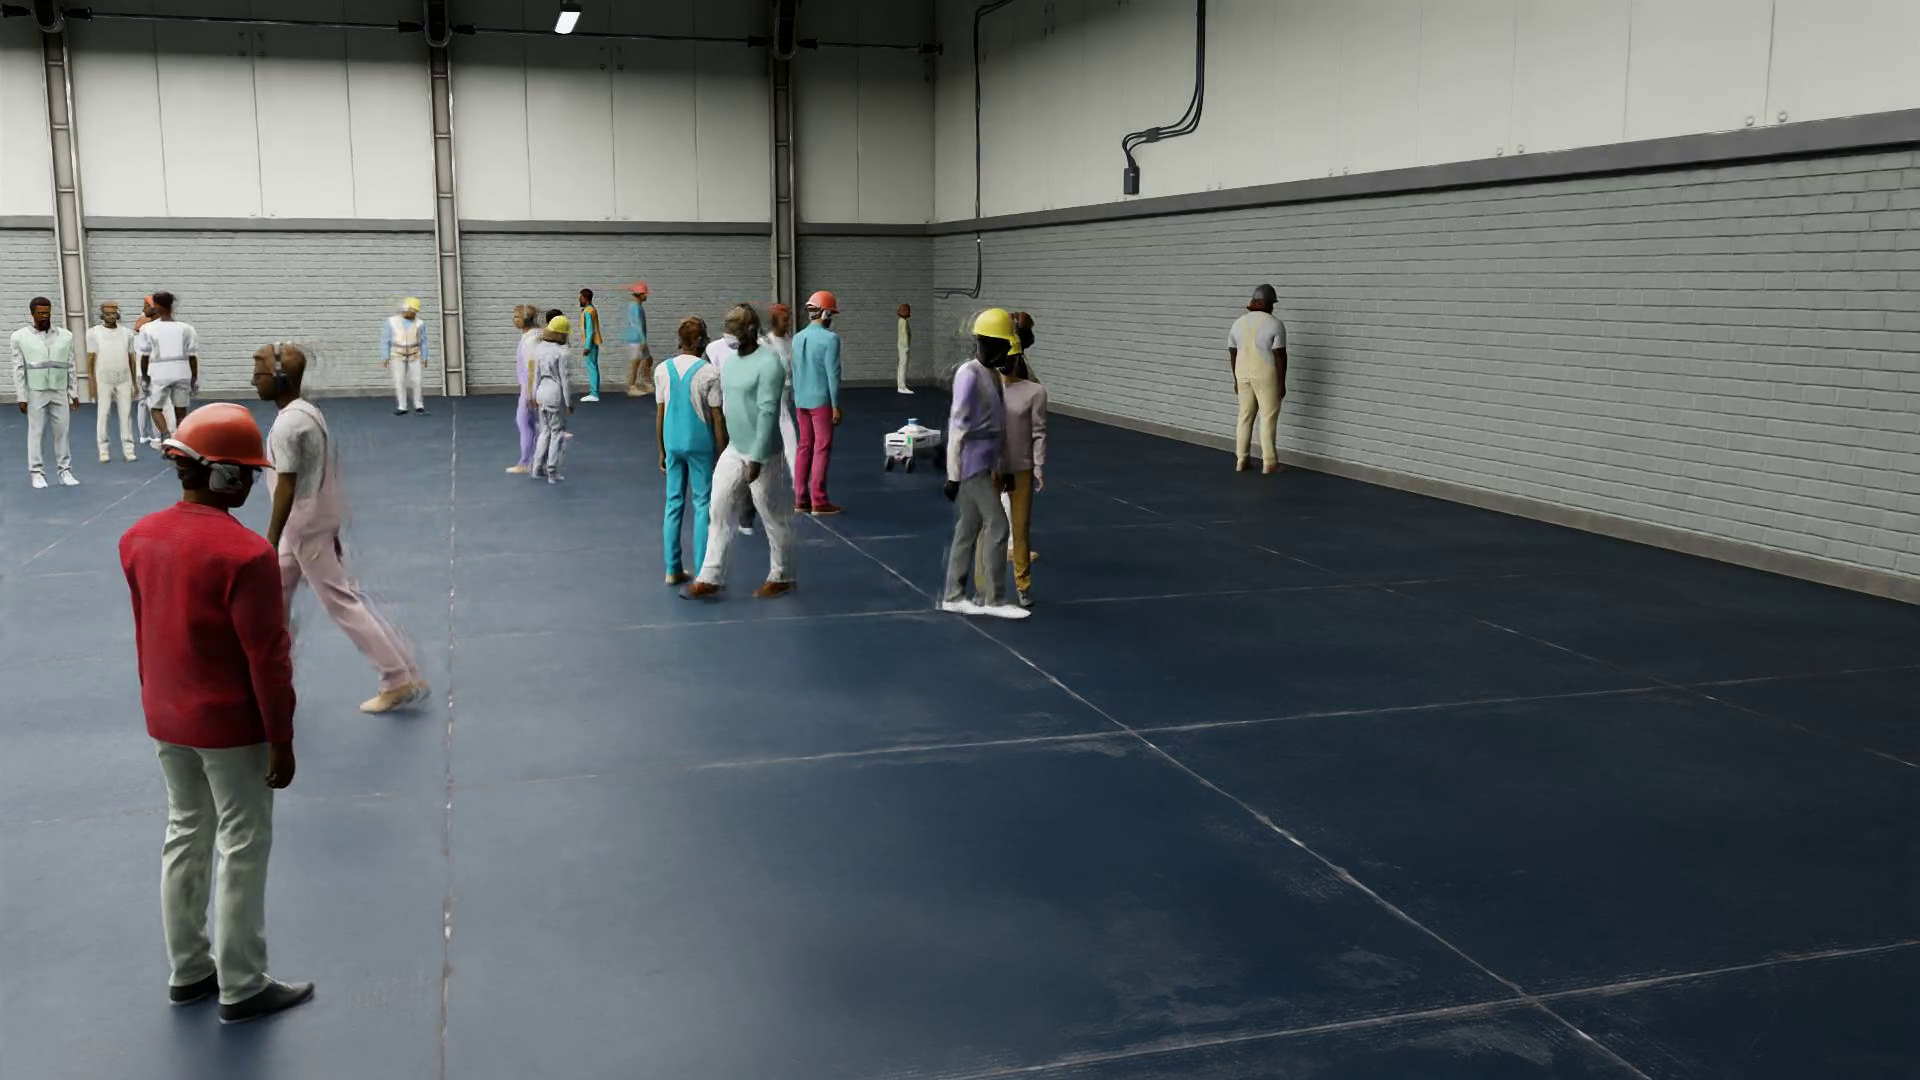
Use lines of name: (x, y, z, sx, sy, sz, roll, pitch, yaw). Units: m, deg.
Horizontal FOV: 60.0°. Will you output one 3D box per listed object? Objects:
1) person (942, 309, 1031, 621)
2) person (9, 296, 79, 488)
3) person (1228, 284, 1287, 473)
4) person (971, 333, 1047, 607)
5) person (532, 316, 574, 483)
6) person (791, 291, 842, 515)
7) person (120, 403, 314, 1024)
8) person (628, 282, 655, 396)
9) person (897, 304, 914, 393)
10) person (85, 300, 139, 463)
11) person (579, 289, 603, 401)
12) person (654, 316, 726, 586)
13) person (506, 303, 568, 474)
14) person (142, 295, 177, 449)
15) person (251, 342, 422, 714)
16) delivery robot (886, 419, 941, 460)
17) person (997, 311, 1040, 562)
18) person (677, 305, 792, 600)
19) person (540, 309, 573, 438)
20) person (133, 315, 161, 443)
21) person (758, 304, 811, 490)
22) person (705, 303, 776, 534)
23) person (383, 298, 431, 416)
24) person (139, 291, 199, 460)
person: (0.204, -0.448, 10.116, 0.748, 1.891, 0.621, 3, 9, 16)
person: (-9.149, -1.474, 16.646, 0.391, 1.911, 0.584, 7, 11, 39)
person: (3.267, -1.747, 17.952, 0.688, 2.000, 0.536, 9, 12, 44)
person: (0.289, -0.448, 10.544, 0.522, 1.769, 0.311, 0, 9, 3)
person: (-4.172, -1.443, 17.074, 0.611, 1.708, 0.397, 6, 11, 36)
person: (-1.245, -1.212, 14.770, 0.434, 1.977, 0.601, -8, 12, -42)
person: (-2.065, 0.485, 4.679, 0.574, 1.738, 0.352, 5, 10, 27)
person: (-5.562, -3.559, 29.571, 0.771, 2.017, 0.625, -1, 9, -7)
person: (-1.007, -3.493, 30.388, 0.285, 1.633, 0.497, -2, 9, -13)
person: (-9.640, -1.802, 18.930, 0.515, 1.842, 0.328, -7, 11, -39)
person: (-6.326, -3.335, 28.471, 0.390, 1.920, 0.587, -1, 9, -5)
person: (-1.807, -0.588, 11.225, 0.517, 1.836, 0.349, 3, 9, 16)
person: (-4.560, -1.612, 17.757, 0.570, 1.830, 0.514, -3, 9, -18)
person: (-9.822, -2.057, 20.426, 0.340, 1.882, 0.586, -4, 10, -26)
person: (-3.060, -0.037, 7.856, 0.991, 1.797, 0.526, -3, 9, -17)
delivery robot: (-0.509, -1.078, 18.111, 0.477, 0.478, 0.707, 5, 10, 29)
person: (0.402, -0.767, 12.335, 0.430, 1.843, 0.624, -1, 9, -7)
person: (-1.432, -0.525, 10.592, 0.915, 1.903, 0.632, -9, 12, -44)
person: (-5.248, -2.146, 21.591, 0.322, 1.697, 0.533, 5, 10, 31)
person: (-10.269, -2.035, 21.079, 0.499, 1.634, 0.279, 3, 9, 20)
person: (-1.831, -1.432, 16.604, 0.967, 1.843, 0.591, 5, 10, 28)
person: (-1.831, -1.006, 13.766, 0.619, 1.879, 0.784, -2, 9, -12)
person: (-8.413, -2.772, 25.313, 0.669, 1.790, 0.404, -4, 10, -25)
person: (-8.952, -1.834, 18.866, 0.632, 1.927, 0.484, -7, 11, -39)
